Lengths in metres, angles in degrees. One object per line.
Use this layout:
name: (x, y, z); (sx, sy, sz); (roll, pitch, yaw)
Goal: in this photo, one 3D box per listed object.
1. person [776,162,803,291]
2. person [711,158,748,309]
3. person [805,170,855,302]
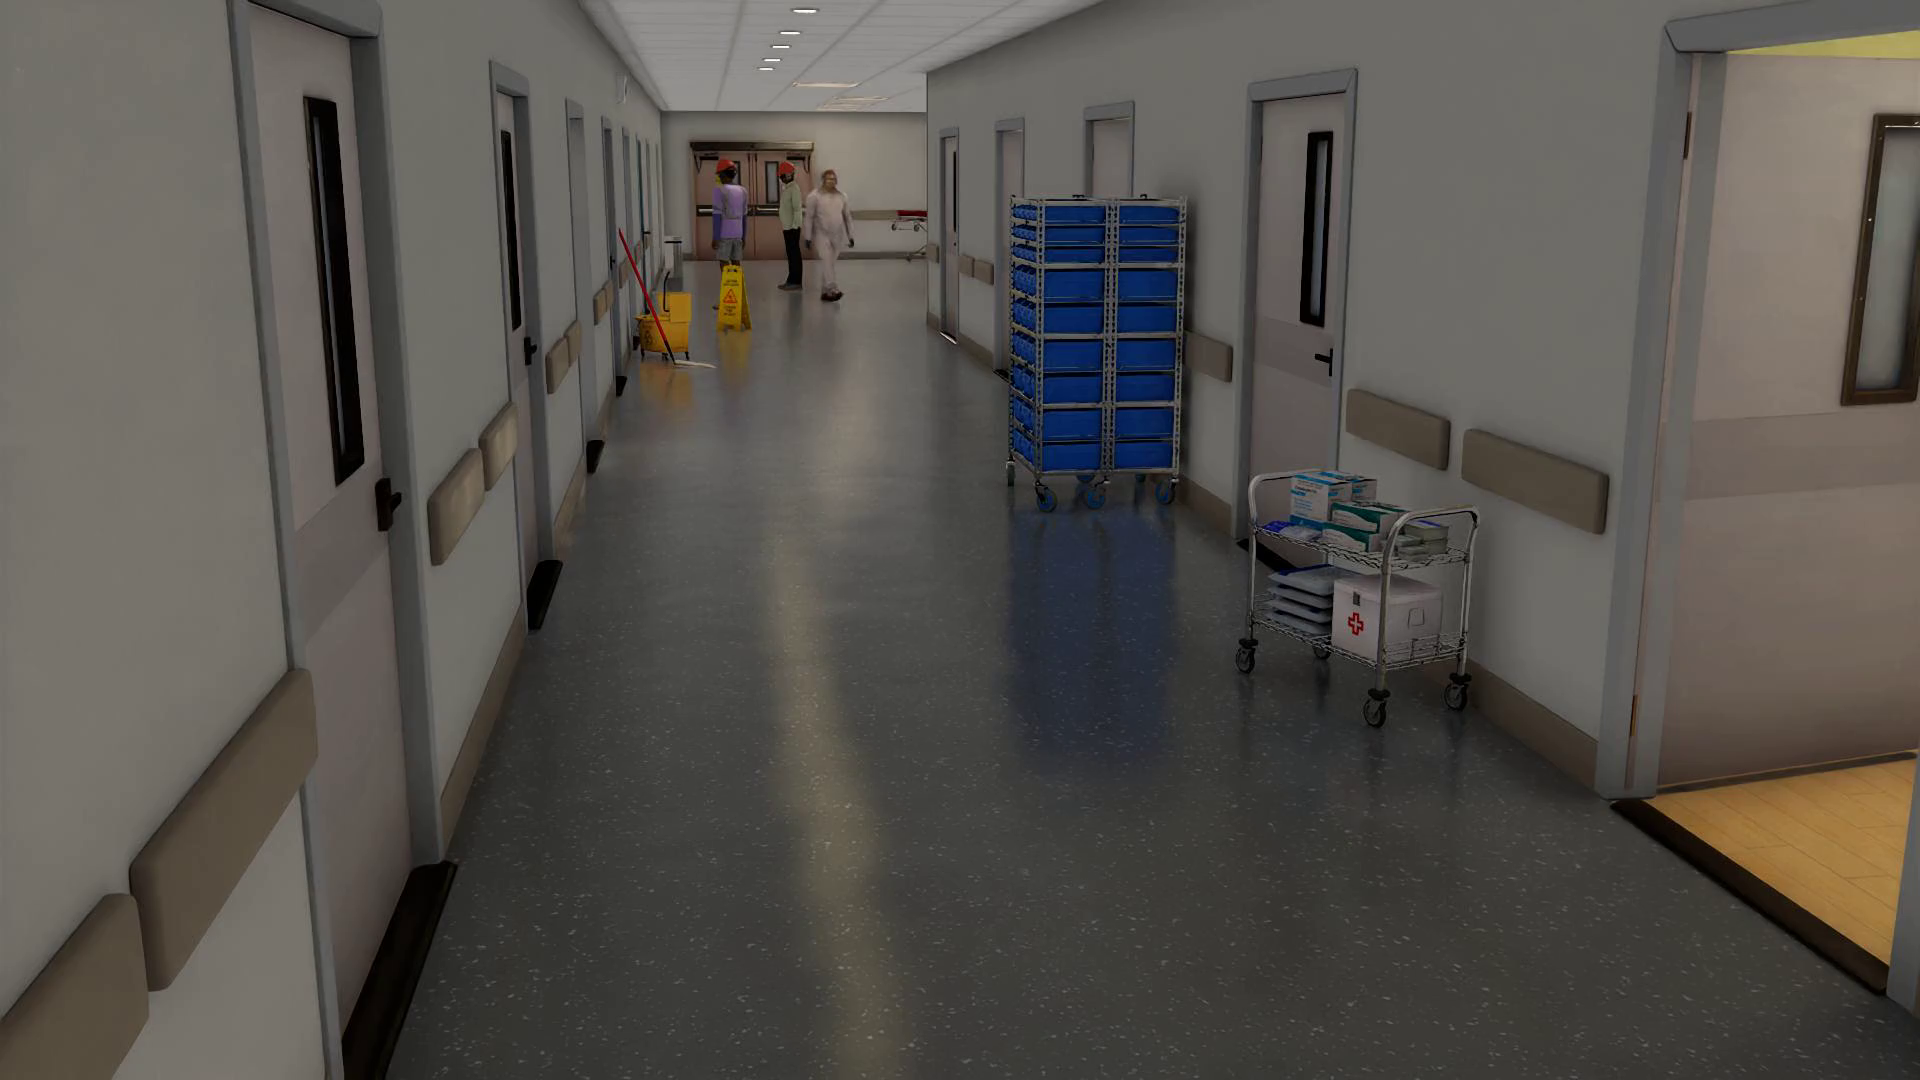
person: (-2.663, -4.897, 26.022); (0.392, 1.985, 0.609); (-5, 14, -20)
person: (-3.151, -4.151, 22.615); (0.403, 2.031, 0.612); (9, 16, 35)
person: (-1.816, -4.346, 23.833); (0.678, 1.860, 0.951); (-8, 15, -31)
